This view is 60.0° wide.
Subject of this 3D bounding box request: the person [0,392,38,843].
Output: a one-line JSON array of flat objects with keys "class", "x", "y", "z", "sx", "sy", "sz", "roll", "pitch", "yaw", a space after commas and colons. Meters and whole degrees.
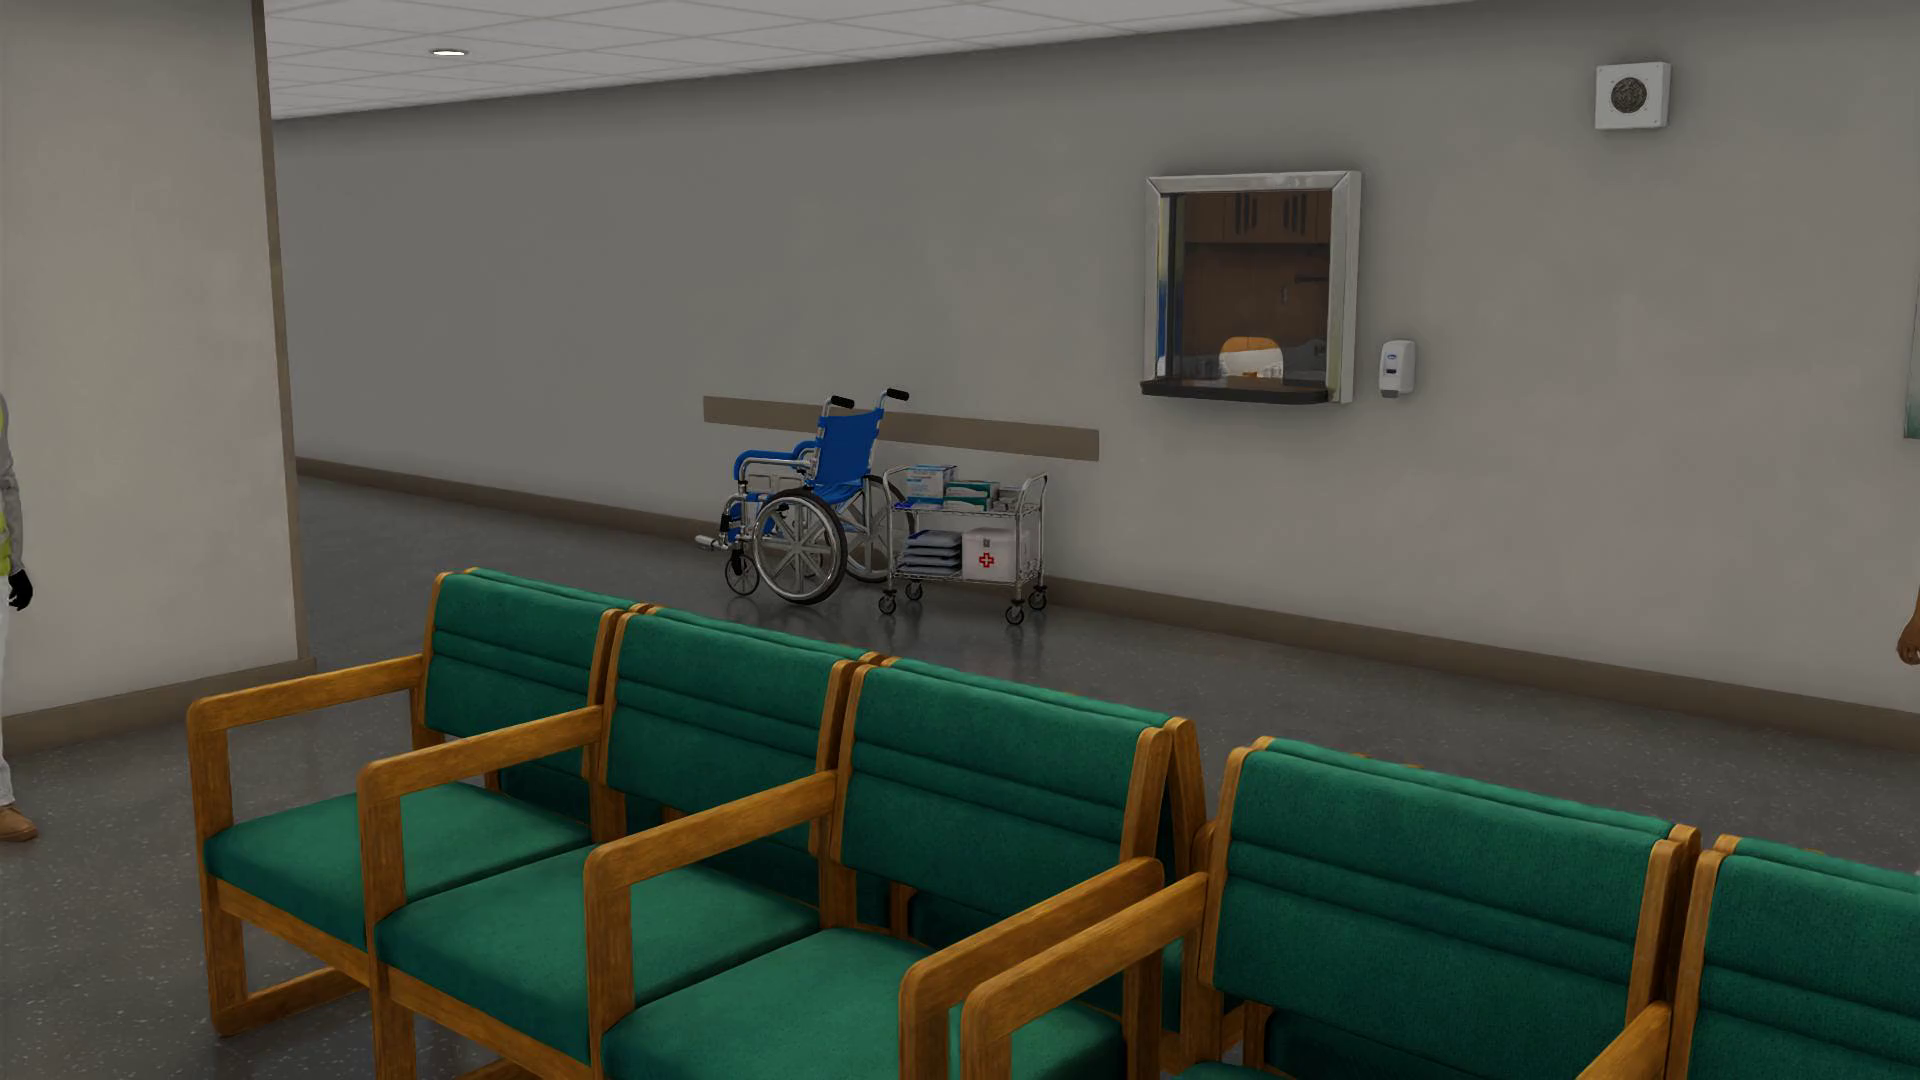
[{"class": "person", "x": -3.297, "y": 0.115, "z": 5.330, "sx": 0.429, "sy": 1.840, "sz": 0.635, "roll": 7, "pitch": 12, "yaw": 34}]
